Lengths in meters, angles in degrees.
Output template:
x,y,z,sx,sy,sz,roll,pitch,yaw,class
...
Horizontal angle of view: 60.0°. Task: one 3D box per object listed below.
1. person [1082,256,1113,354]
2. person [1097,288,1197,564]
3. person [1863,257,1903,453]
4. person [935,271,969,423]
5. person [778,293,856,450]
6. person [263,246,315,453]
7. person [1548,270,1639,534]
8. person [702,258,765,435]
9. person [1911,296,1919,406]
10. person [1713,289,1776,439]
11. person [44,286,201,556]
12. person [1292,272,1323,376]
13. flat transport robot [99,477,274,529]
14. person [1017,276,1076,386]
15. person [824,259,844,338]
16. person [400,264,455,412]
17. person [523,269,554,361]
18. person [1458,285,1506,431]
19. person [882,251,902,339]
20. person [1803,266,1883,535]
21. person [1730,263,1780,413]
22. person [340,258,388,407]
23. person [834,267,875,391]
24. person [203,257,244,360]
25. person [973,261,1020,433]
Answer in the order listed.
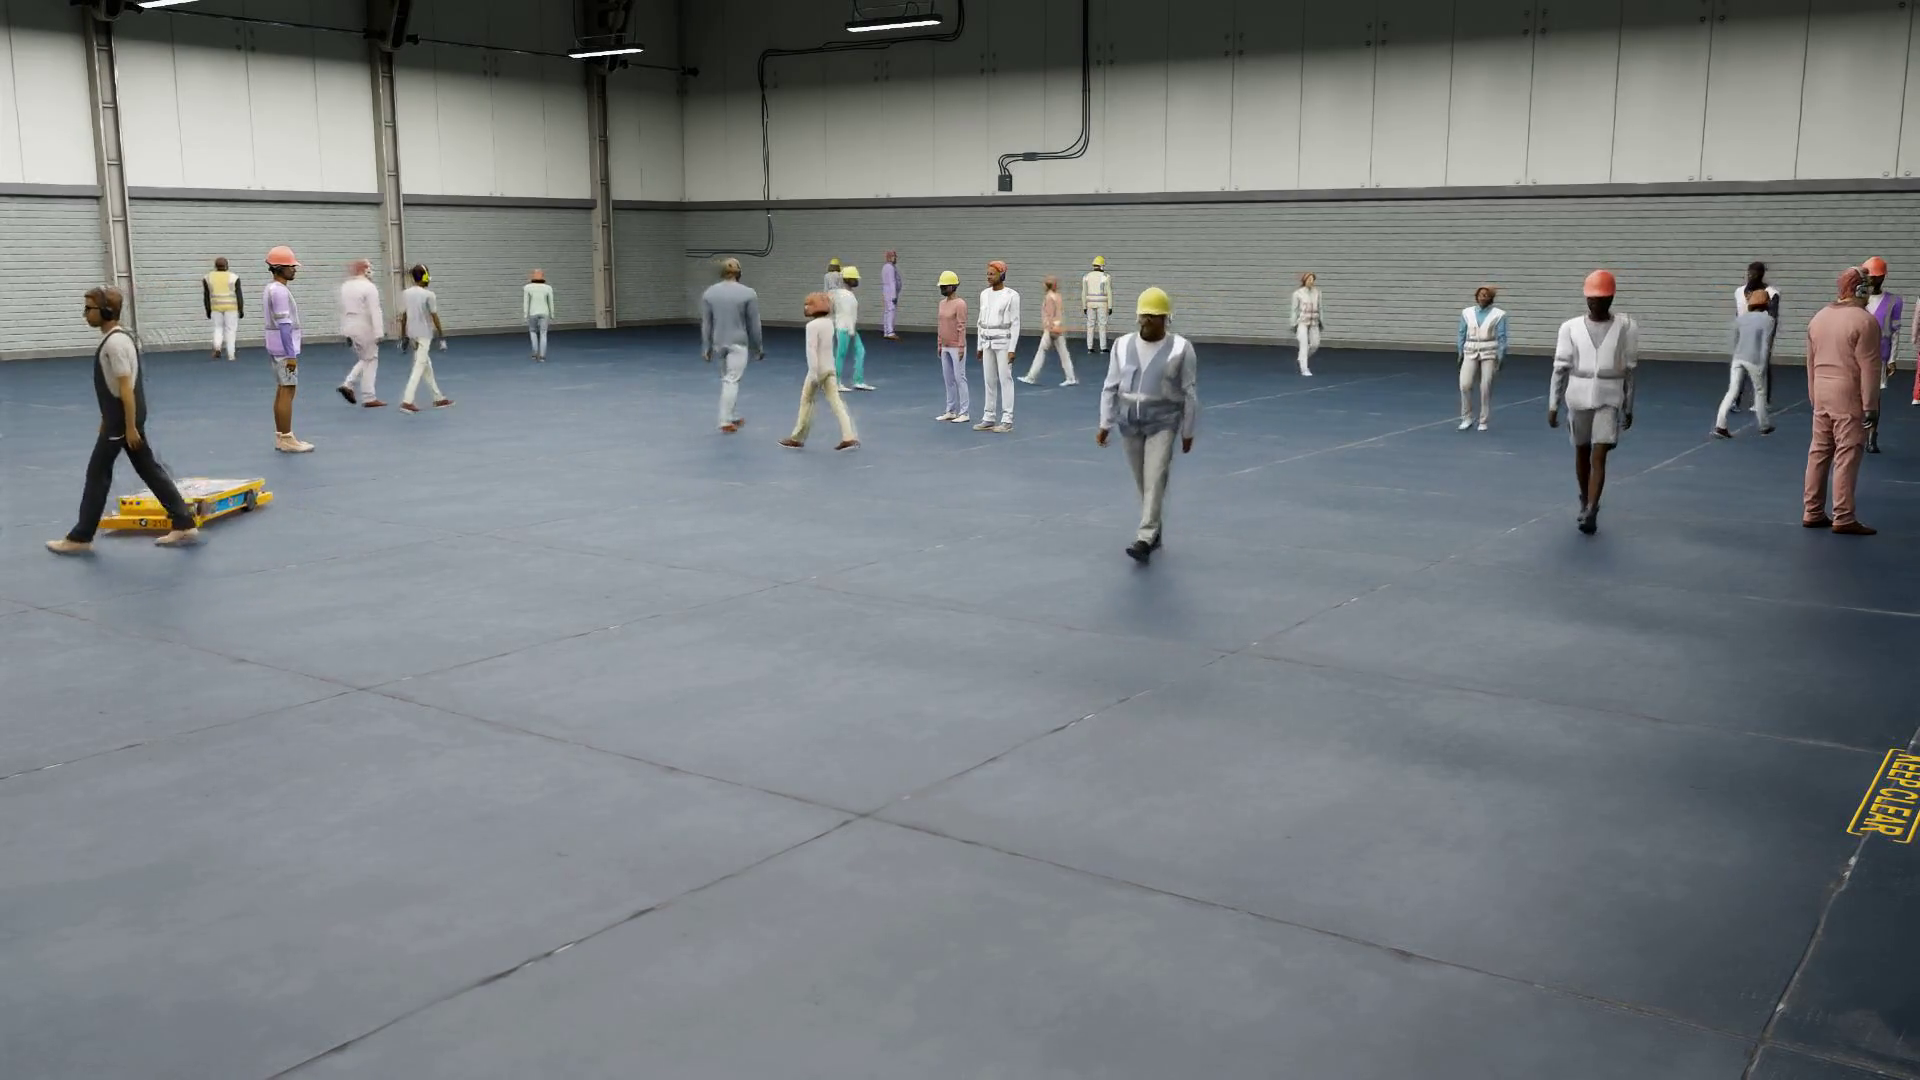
x,y,z,sx,sy,sz,roll,pitch,yaw,class
2.605,-4.423,31.345,0.600,1.830,0.404,5,11,27,person
1.220,-0.759,10.968,0.596,1.781,0.938,5,11,28,person
9.016,-1.831,16.531,0.551,1.936,0.356,5,11,26,person
-0.109,-2.245,19.370,0.349,1.759,0.522,-7,12,-34,person
-1.413,-1.690,16.727,0.880,1.582,0.513,5,11,27,person
-6.693,-1.887,16.549,0.374,2.042,0.615,-6,12,-30,person
4.592,-1.009,12.092,0.569,1.881,1.013,5,11,25,person
-2.455,-2.131,18.303,0.629,1.897,0.934,4,11,21,person
12.443,-2.577,21.215,0.536,1.766,0.331,6,12,30,person
8.425,-1.870,17.721,0.878,1.585,0.532,-5,11,-28,person
-5.660,-0.806,11.204,0.960,1.798,0.526,-4,11,-23,person
5.452,-3.402,26.185,0.530,1.627,0.487,-4,11,-21,person
-5.824,-0.292,12.583,0.652,0.197,1.431,0,10,1,flat transport robot
1.300,-3.029,24.194,0.864,1.595,0.513,4,11,20,person
-2.729,-5.274,36.381,0.484,1.738,0.305,5,11,28,person
-6.680,-2.507,20.679,0.559,1.818,0.988,5,11,27,person
-7.485,-3.994,29.544,0.533,1.606,0.700,-3,11,-16,person
5.734,-1.997,18.350,0.537,1.618,0.575,6,12,31,person
-1.470,-5.305,36.081,0.408,1.905,0.654,-3,11,-16,person
6.368,-0.999,11.949,0.409,1.913,0.642,-2,10,-12,person
9.728,-2.464,20.370,1.060,1.833,0.597,-7,12,-35,person
-7.573,-2.624,21.125,0.660,1.892,0.462,8,13,39,person
-1.475,-2.937,23.263,0.719,1.735,0.543,1,10,8,person
-13.089,-4.114,29.613,0.639,1.829,0.432,-2,10,-10,person
0.403,-2.124,18.330,0.574,1.882,0.356,9,14,43,person
